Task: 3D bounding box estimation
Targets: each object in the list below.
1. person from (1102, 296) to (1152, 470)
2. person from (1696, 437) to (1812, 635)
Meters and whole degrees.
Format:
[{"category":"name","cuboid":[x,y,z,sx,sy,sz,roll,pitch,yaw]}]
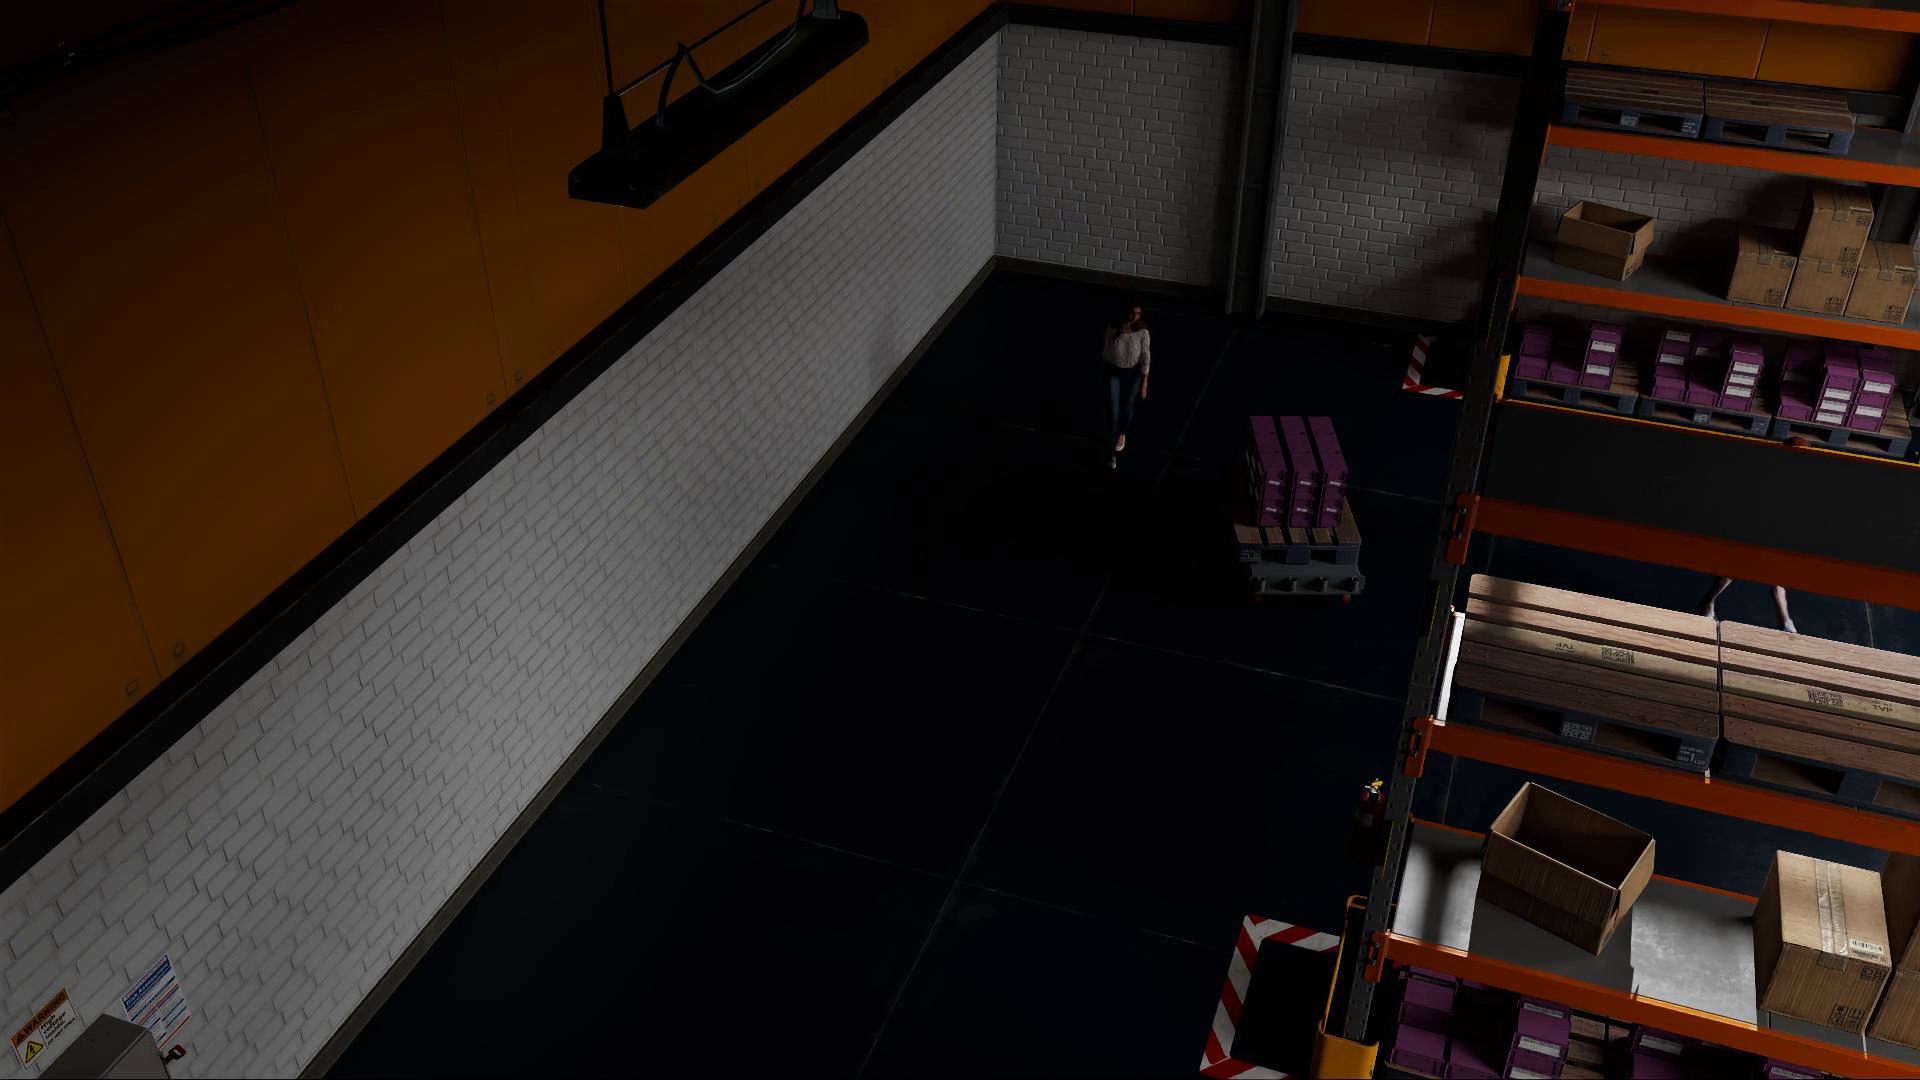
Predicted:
[{"category":"person","cuboid":[1.499,-1.542,15.369,0.916,1.694,0.789,7,34,11]},{"category":"person","cuboid":[6.163,-0.015,12.989,1.164,1.785,0.870,26,42,34]}]
